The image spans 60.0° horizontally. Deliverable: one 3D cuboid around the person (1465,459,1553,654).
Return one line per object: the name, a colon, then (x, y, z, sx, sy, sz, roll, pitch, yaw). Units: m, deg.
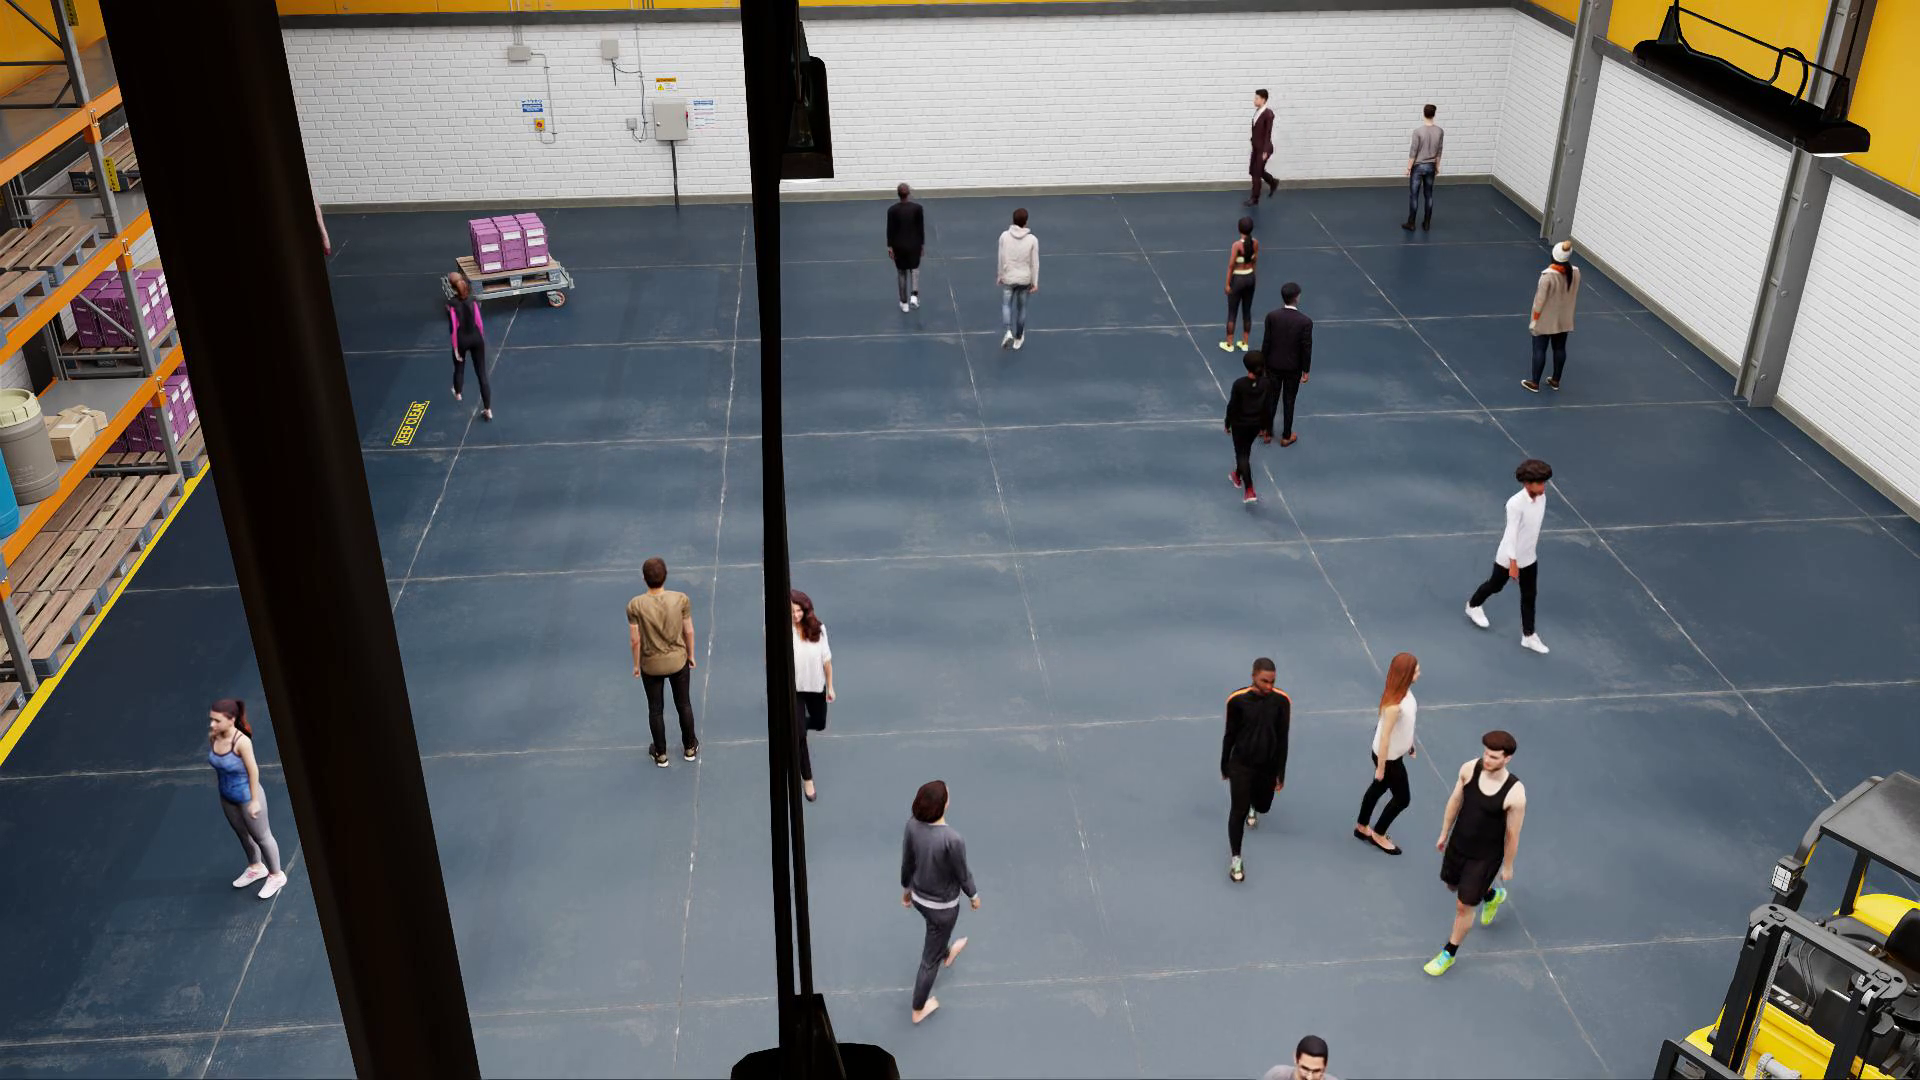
person: (4.916, 0.091, 14.898, 0.968, 1.766, 1.234, -16, 32, -27)

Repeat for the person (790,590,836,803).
person: (-1.234, 1.135, 12.976, 0.791, 1.773, 1.082, -10, 30, -17)

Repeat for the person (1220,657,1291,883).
person: (2.148, 1.582, 12.143, 0.682, 1.787, 1.030, 2, 29, 3)

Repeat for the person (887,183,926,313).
person: (-0.703, -3.863, 22.161, 0.673, 1.753, 0.726, -4, 29, -7)

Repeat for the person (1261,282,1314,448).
person: (3.612, -1.956, 18.534, 0.777, 1.878, 0.744, 12, 31, 21)

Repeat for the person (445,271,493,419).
person: (-5.632, -2.209, 19.186, 0.924, 1.698, 1.187, -16, 33, -27)

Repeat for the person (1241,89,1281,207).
person: (4.846, -6.214, 26.374, 0.888, 1.844, 0.989, -8, 30, -14)

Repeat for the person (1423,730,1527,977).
person: (3.525, 2.041, 11.211, 1.089, 1.872, 1.141, -20, 34, -32)

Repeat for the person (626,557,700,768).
person: (-2.350, 0.963, 13.210, 0.705, 1.852, 0.636, -8, 30, -15)

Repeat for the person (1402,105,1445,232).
person: (7.060, -5.656, 25.292, 0.702, 1.900, 0.582, -4, 29, -7)

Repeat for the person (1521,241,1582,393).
person: (7.094, -2.684, 19.859, 0.708, 1.888, 0.688, -6, 29, -10)

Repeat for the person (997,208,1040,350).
person: (0.694, -3.244, 20.931, 0.787, 1.844, 0.955, 3, 29, 5)

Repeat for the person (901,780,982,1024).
person: (-0.212, 2.377, 10.741, 1.012, 1.734, 1.078, 22, 35, 34)

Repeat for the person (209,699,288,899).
person: (-5.129, 1.825, 11.882, 0.666, 1.609, 0.707, 15, 32, 25)

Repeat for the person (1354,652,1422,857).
person: (3.086, 1.554, 12.276, 0.752, 1.707, 0.661, 9, 30, 16)

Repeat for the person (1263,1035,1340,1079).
person: (1.801, 3.300, 9.036, 0.764, 1.747, 0.908, 5, 29, 10)

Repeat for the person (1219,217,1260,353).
person: (3.586, -3.220, 20.980, 0.621, 1.753, 0.626, -11, 30, -19)

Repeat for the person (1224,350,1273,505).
person: (3.011, -1.154, 17.308, 0.679, 1.643, 1.081, -6, 29, -11)
